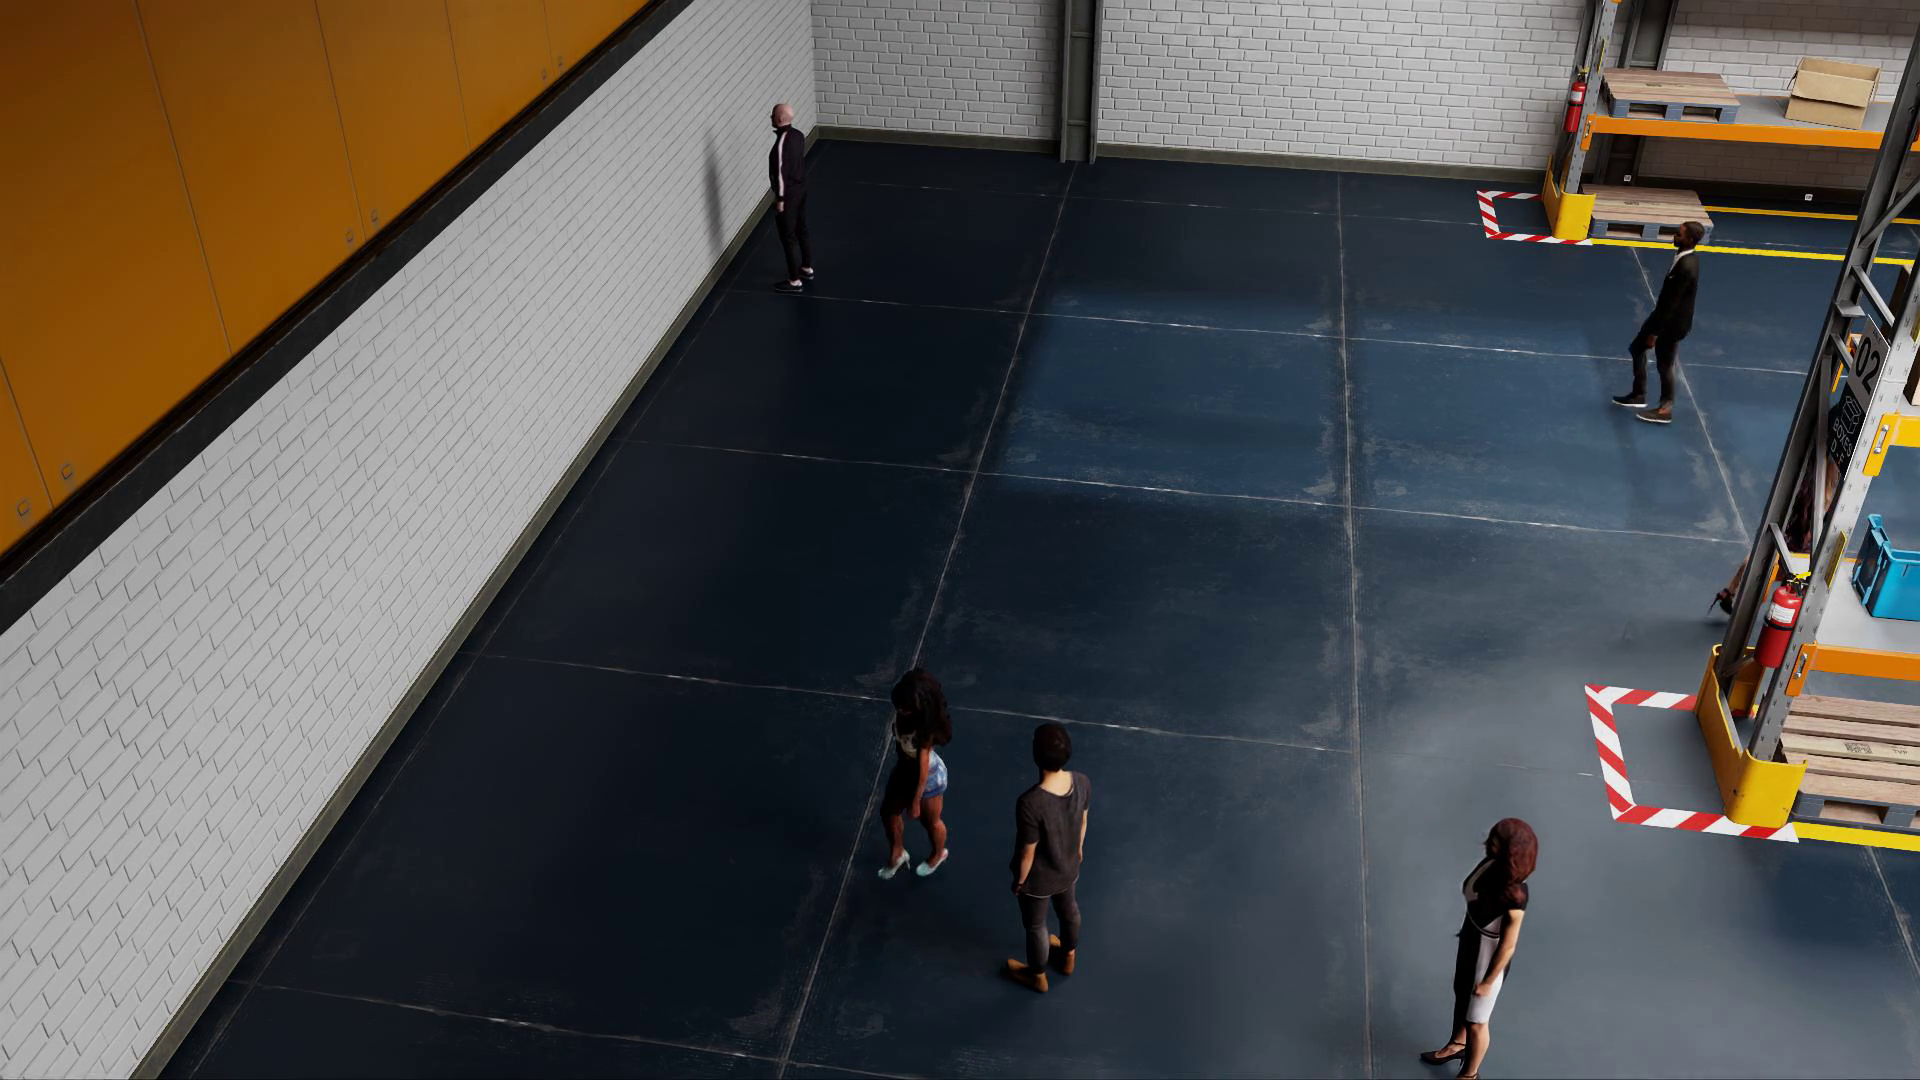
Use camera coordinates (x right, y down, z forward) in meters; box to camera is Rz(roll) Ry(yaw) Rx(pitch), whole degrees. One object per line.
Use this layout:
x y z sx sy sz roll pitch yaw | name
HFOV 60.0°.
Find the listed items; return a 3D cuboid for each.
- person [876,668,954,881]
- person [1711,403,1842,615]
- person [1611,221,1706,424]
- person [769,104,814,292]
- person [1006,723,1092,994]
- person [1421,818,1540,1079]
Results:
-0.157 1.327 9.316 0.802 1.590 0.744 -15 37 -22 | person
5.723 -0.154 11.421 1.221 1.726 0.852 -4 34 -6 | person
5.978 -1.772 13.802 0.737 1.785 0.689 9 35 13 | person
-1.629 -3.321 16.089 0.586 1.834 0.672 8 35 12 | person
0.469 1.668 8.688 0.696 1.716 0.755 -21 39 -29 | person
2.535 2.028 8.076 0.524 1.796 0.607 1 34 2 | person
